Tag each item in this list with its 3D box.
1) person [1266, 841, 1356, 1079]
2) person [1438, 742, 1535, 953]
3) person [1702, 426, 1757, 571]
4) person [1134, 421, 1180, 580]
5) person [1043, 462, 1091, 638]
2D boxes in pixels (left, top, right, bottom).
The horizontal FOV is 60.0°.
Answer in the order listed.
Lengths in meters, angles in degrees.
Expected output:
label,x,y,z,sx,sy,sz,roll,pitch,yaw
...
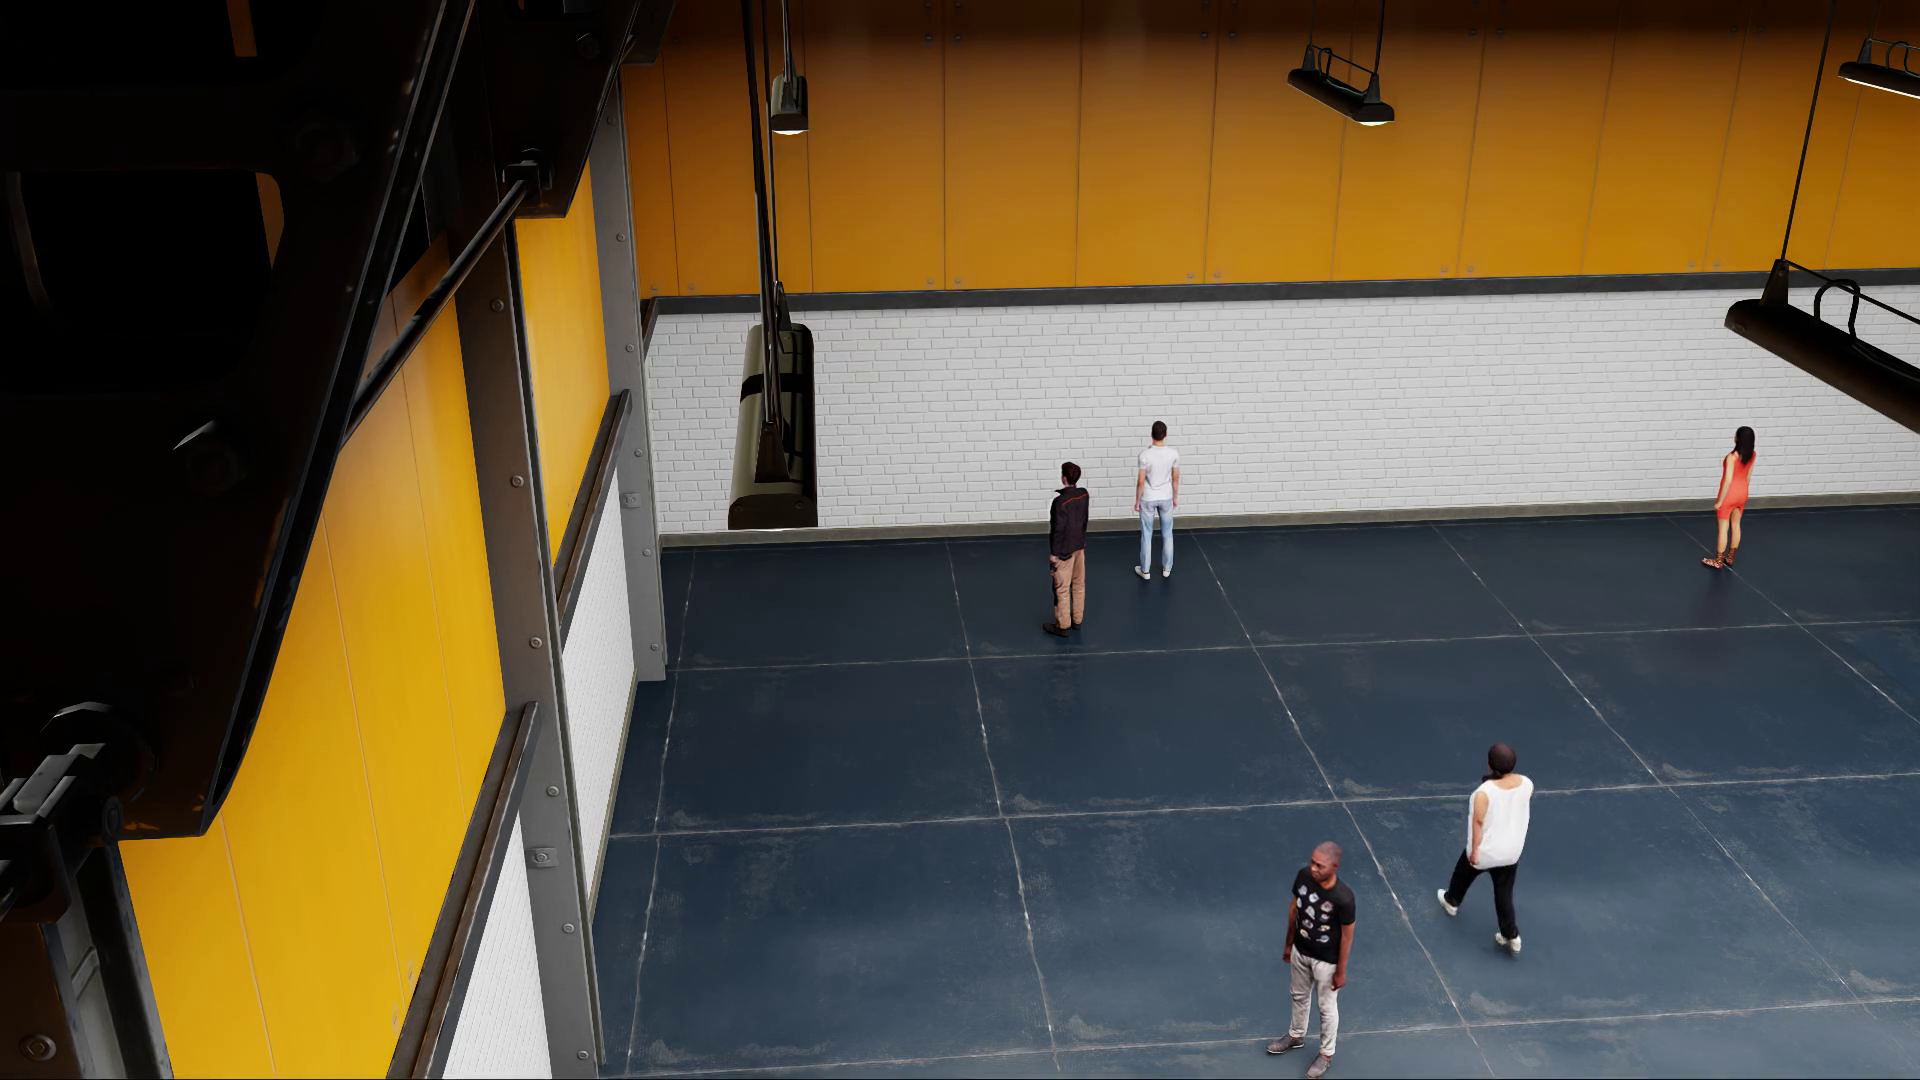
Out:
label,x,y,z,sx,sy,sz,roll,pitch,yaw
person,2.446,2.823,11.340,0.815,1.804,0.716,-19,30,-36
person,4.087,2.344,12.630,0.800,1.649,1.148,-7,25,-15
person,8.843,-0.492,19.029,0.645,1.718,0.627,-10,26,-22
person,2.221,-0.453,18.777,0.663,1.850,0.561,-4,24,-9
person,1.136,0.089,17.444,0.834,1.925,0.790,21,31,39
